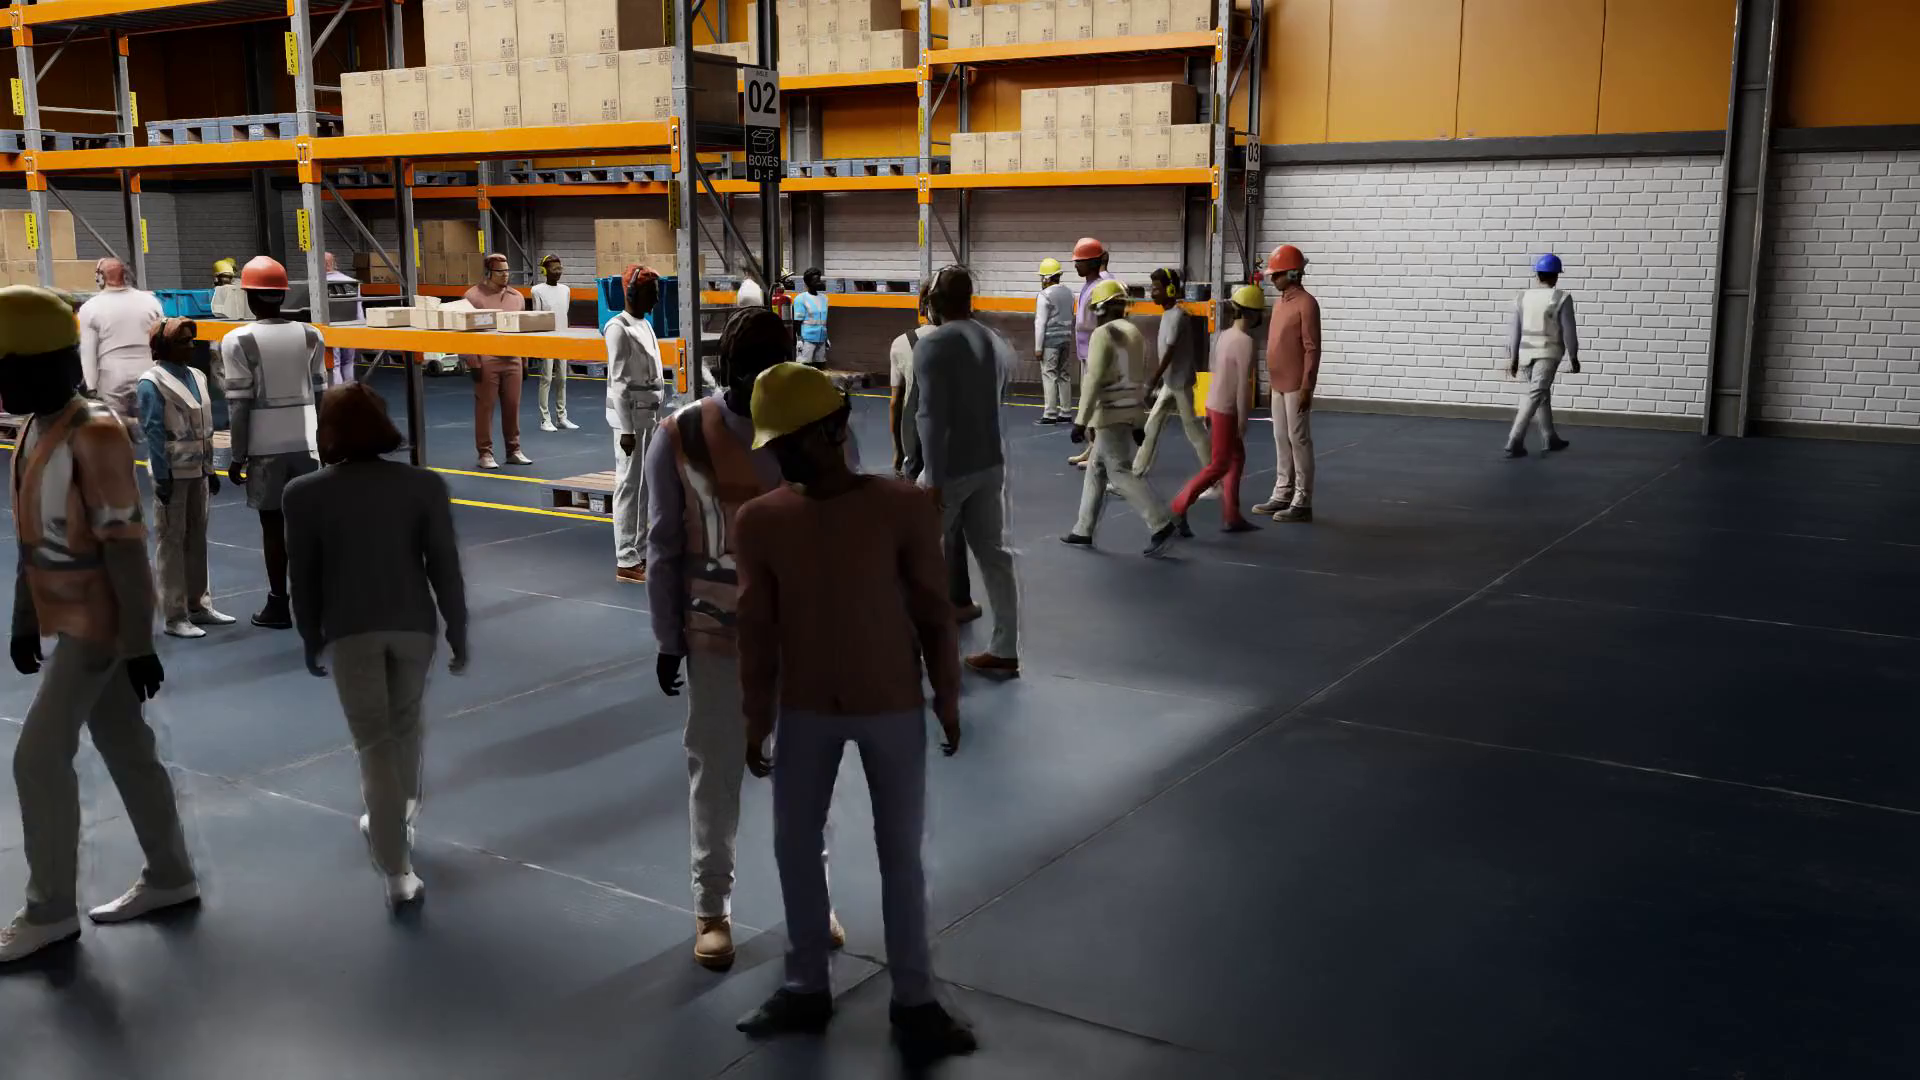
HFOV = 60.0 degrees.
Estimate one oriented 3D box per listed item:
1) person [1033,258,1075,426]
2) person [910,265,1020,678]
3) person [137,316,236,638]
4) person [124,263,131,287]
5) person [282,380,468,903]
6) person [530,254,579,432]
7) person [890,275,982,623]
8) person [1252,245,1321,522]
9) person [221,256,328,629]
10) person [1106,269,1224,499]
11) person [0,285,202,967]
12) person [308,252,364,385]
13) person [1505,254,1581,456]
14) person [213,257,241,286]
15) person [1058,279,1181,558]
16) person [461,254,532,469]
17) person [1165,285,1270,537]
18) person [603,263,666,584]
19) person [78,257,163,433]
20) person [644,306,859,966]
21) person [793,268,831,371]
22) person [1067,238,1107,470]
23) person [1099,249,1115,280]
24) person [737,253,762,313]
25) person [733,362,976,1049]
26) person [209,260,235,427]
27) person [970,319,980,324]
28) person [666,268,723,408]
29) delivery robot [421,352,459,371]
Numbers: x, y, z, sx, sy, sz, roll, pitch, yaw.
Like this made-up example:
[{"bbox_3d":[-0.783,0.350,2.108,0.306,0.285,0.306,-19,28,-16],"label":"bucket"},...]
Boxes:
[{"bbox_3d":[1.012,-2.153,18.176,0.404,1.826,0.593,9,13,39],"label":"person"},{"bbox_3d":[-0.074,-0.319,7.789,0.905,1.898,0.669,9,13,39],"label":"person"},{"bbox_3d":[-4.000,-0.327,8.558,0.308,1.639,0.514,1,10,5],"label":"person"},{"bbox_3d":[-14.674,-4.217,29.481,0.709,1.875,0.377,10,14,44],"label":"person"},{"bbox_3d":[-1.809,0.302,5.208,0.503,1.587,0.802,-6,12,-28],"label":"person"},{"bbox_3d":[-4.304,-2.088,17.675,0.328,1.872,0.514,7,13,36],"label":"person"},{"bbox_3d":[-0.120,-0.478,8.822,0.514,1.844,0.327,3,11,19],"label":"person"},{"bbox_3d":[2.370,-1.128,12.014,0.402,1.986,0.622,-3,11,-14],"label":"person"},{"bbox_3d":[-3.569,-0.503,8.700,0.370,1.939,0.543,9,14,42],"label":"person"},{"bbox_3d":[1.623,-1.191,12.899,0.999,1.801,0.485,-2,10,-10],"label":"person"},{"bbox_3d":[-2.590,0.240,4.702,0.804,1.888,0.626,-9,14,-41],"label":"person"},{"bbox_3d":[-7.300,-2.392,19.327,0.669,1.872,0.852,-6,12,-32],"label":"person"},{"bbox_3d":[5.492,-1.746,15.739,1.042,1.901,0.603,-6,12,-31],"label":"person"},{"bbox_3d":[-10.788,-3.300,24.684,0.530,1.765,0.326,-7,12,-34],"label":"person"},{"bbox_3d":[1.049,-0.785,10.724,0.877,1.779,0.671,5,12,28],"label":"person"},{"bbox_3d":[-4.105,-1.588,14.836,0.400,1.900,0.649,10,14,42],"label":"person"},{"bbox_3d":[1.745,-0.876,11.367,0.718,1.728,0.537,-2,10,-9],"label":"person"},{"bbox_3d":[-1.912,-0.692,9.888,0.354,1.887,0.573,1,10,6],"label":"person"},{"bbox_3d":[-6.637,-1.301,13.254,0.679,1.887,0.736,-9,14,-42],"label":"person"},{"bbox_3d":[-0.560,0.268,4.695,0.633,1.843,0.429,-4,11,-21],"label":"person"},{"bbox_3d":[-1.742,-2.361,19.664,0.322,1.696,0.536,9,14,41],"label":"person"},{"bbox_3d":[1.146,-1.637,14.699,0.393,2.039,0.613,-2,10,-10],"label":"person"},{"bbox_3d":[1.582,-2.298,18.645,0.355,1.937,0.634,3,11,16],"label":"person"},{"bbox_3d":[-2.033,-1.980,17.047,0.992,1.882,0.647,-1,10,-5],"label":"person"},{"bbox_3d":[-0.245,0.434,4.094,0.634,1.729,0.342,1,10,7],"label":"person"},{"bbox_3d":[-7.903,-2.108,17.974,0.492,1.807,0.641,5,11,25],"label":"person"},{"bbox_3d":[-0.052,-1.285,13.863,0.523,1.638,0.311,3,11,15],"label":"person"},{"bbox_3d":[-3.214,-2.412,19.890,0.781,1.718,0.488,8,13,38],"label":"person"},{"bbox_3d":[-7.791,-2.745,24.698,0.707,0.478,0.477,7,12,34],"label":"delivery robot"}]
